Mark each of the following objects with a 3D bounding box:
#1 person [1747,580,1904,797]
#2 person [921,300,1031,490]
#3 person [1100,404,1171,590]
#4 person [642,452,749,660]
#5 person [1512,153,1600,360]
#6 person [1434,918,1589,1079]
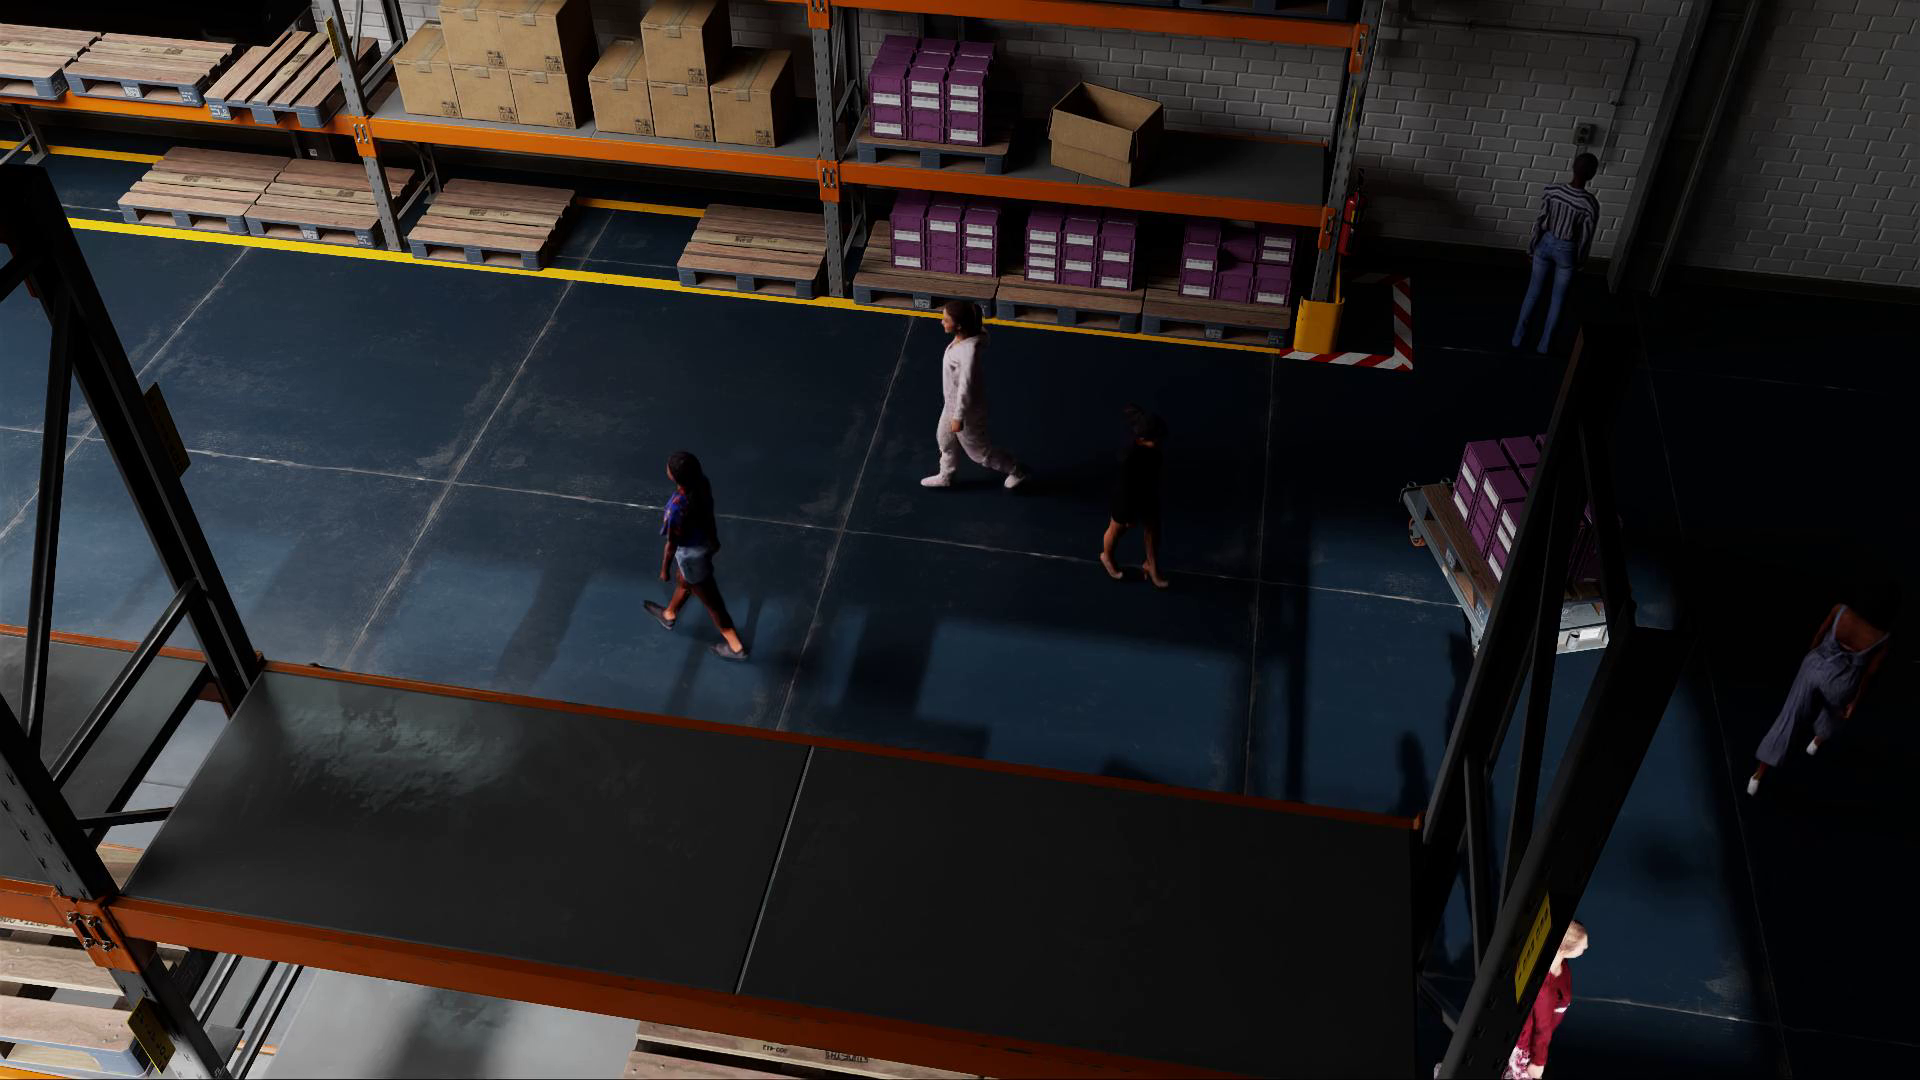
[{"bbox_3d":[5.115,0.890,9.867,1.111,1.656,1.026,33,52,29],"label":"person"},{"bbox_3d":[0.137,-0.971,11.814,1.103,1.666,0.831,-6,44,-6],"label":"person"},{"bbox_3d":[1.088,-0.290,11.135,0.856,1.616,0.773,25,49,24],"label":"person"},{"bbox_3d":[-1.599,0.147,10.609,1.083,1.710,0.729,14,45,14],"label":"person"},{"bbox_3d":[4.674,-2.207,13.018,0.648,1.794,0.759,31,52,28],"label":"person"},{"bbox_3d":[2.764,2.396,8.262,0.841,1.690,0.682,11,45,12],"label":"person"}]
